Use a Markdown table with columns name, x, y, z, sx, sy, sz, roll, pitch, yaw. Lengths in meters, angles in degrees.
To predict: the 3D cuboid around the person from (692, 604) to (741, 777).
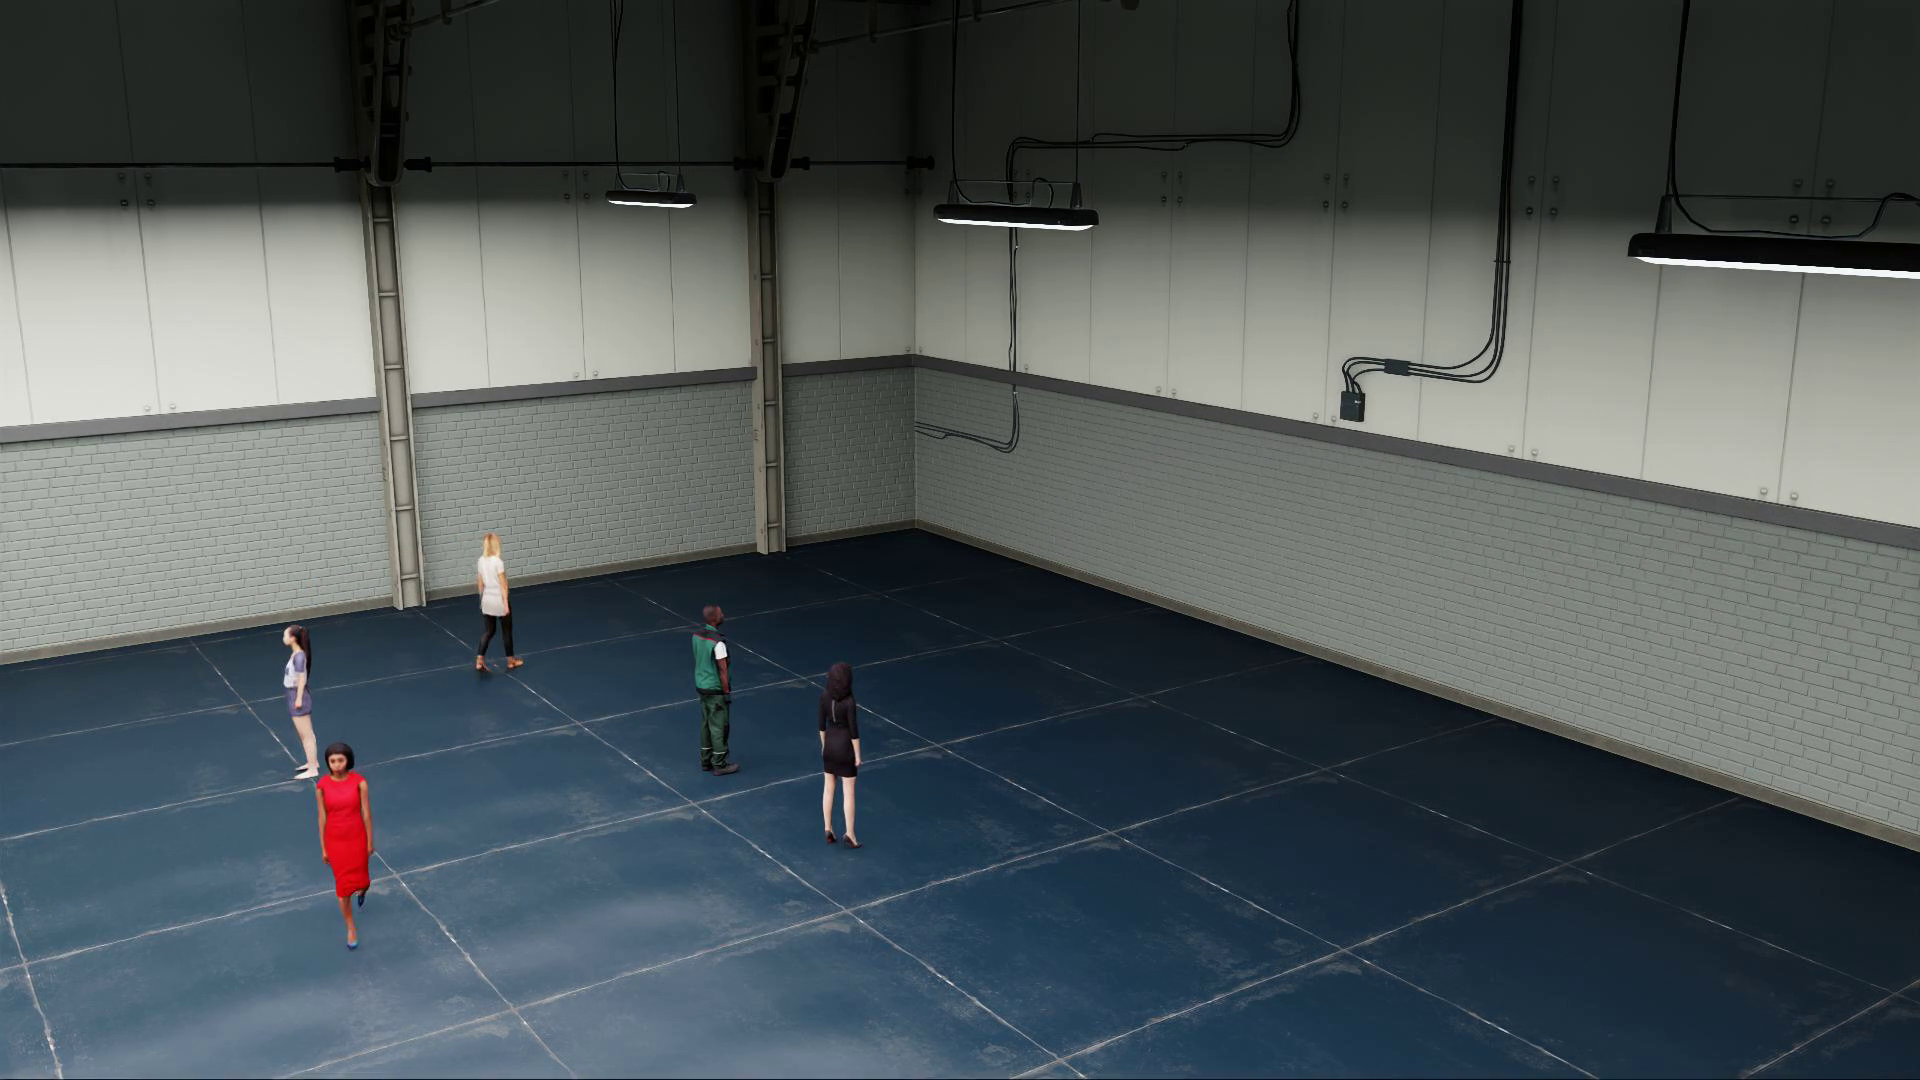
| name | x | y | z | sx | sy | sz | roll | pitch | yaw |
| --- | --- | --- | --- | --- | --- | --- | --- | --- | --- |
| person | -2.610 | 1.571 | 17.617 | 0.632 | 1.839 | 0.713 | -12 | 17 | -41 |

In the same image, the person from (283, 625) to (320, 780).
| name | x | y | z | sx | sy | sz | roll | pitch | yaw |
| --- | --- | --- | --- | --- | --- | --- | --- | --- | --- |
| person | -6.938 | 1.687 | 17.533 | 0.604 | 1.650 | 0.646 | -4 | 14 | -19 |

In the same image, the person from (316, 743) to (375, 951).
| name | x | y | z | sx | sy | sz | roll | pitch | yaw |
| --- | --- | --- | --- | --- | --- | --- | --- | --- | --- |
| person | -5.096 | 2.503 | 13.835 | 0.891 | 1.729 | 0.799 | -4 | 14 | -16 |

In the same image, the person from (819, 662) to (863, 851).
| name | x | y | z | sx | sy | sz | roll | pitch | yaw |
| --- | --- | --- | --- | --- | --- | --- | --- | --- | --- |
| person | -1.138 | 2.031 | 15.699 | 0.652 | 1.807 | 0.607 | 9 | 16 | 34 |

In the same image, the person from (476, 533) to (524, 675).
| name | x | y | z | sx | sy | sz | roll | pitch | yaw |
| --- | --- | --- | --- | --- | --- | --- | --- | --- | --- |
| person | -5.904 | 0.826 | 20.906 | 0.930 | 1.807 | 1.098 | 6 | 14 | 23 |
